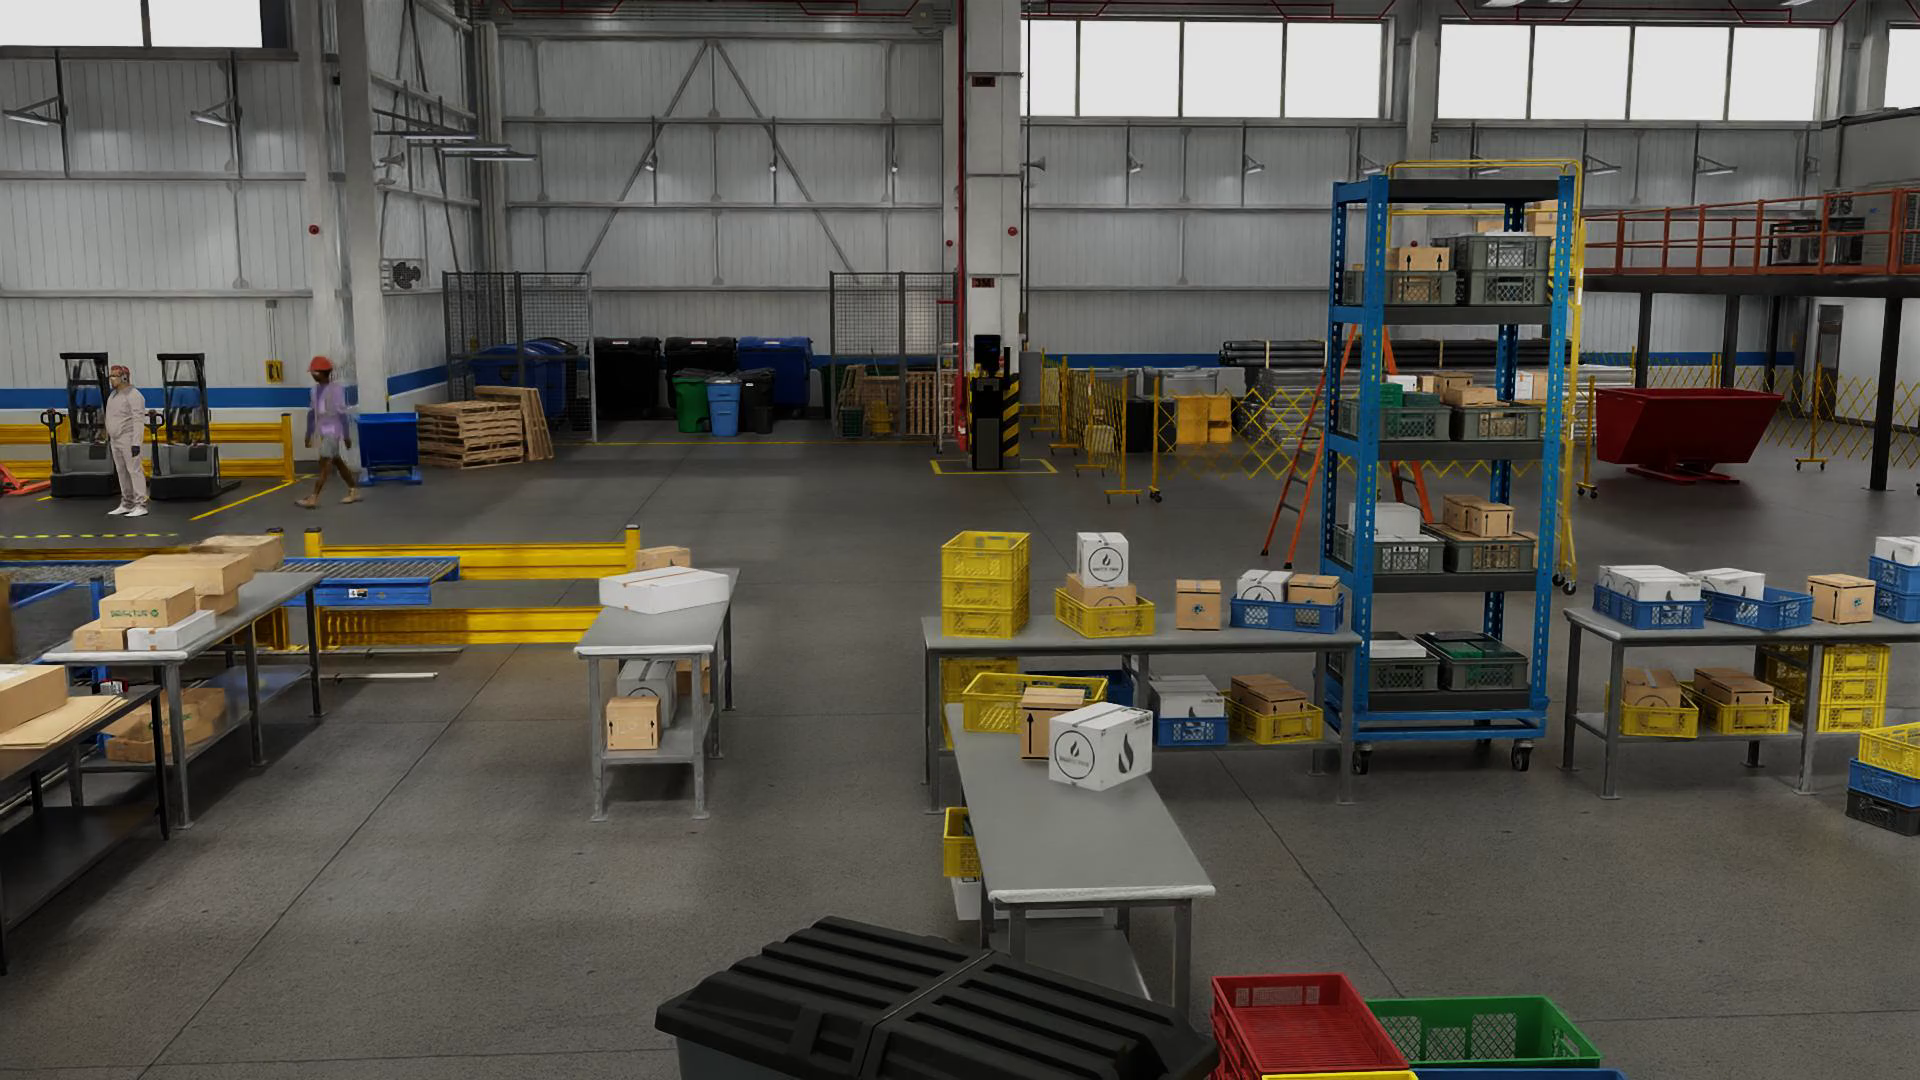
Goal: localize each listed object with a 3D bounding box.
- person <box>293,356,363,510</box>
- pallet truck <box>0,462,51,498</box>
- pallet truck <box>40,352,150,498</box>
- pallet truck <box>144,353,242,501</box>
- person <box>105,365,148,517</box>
[{"bbox_3d":[-8.285,-1.411,21.759,0.634,1.985,1.071,7,11,37],"label":"person"},{"bbox_3d":[-13.193,-1.293,23.148,0.653,1.274,1.630,-1,9,-4],"label":"pallet truck"},{"bbox_3d":[-11.907,-1.642,23.165,0.823,1.965,1.885,0,9,0],"label":"pallet truck"},{"bbox_3d":[-10.520,-1.604,22.925,0.823,1.965,1.885,-1,9,-6],"label":"pallet truck"},{"bbox_3d":[-10.517,-1.241,20.929,0.641,1.908,0.407,6,11,33],"label":"person"}]
